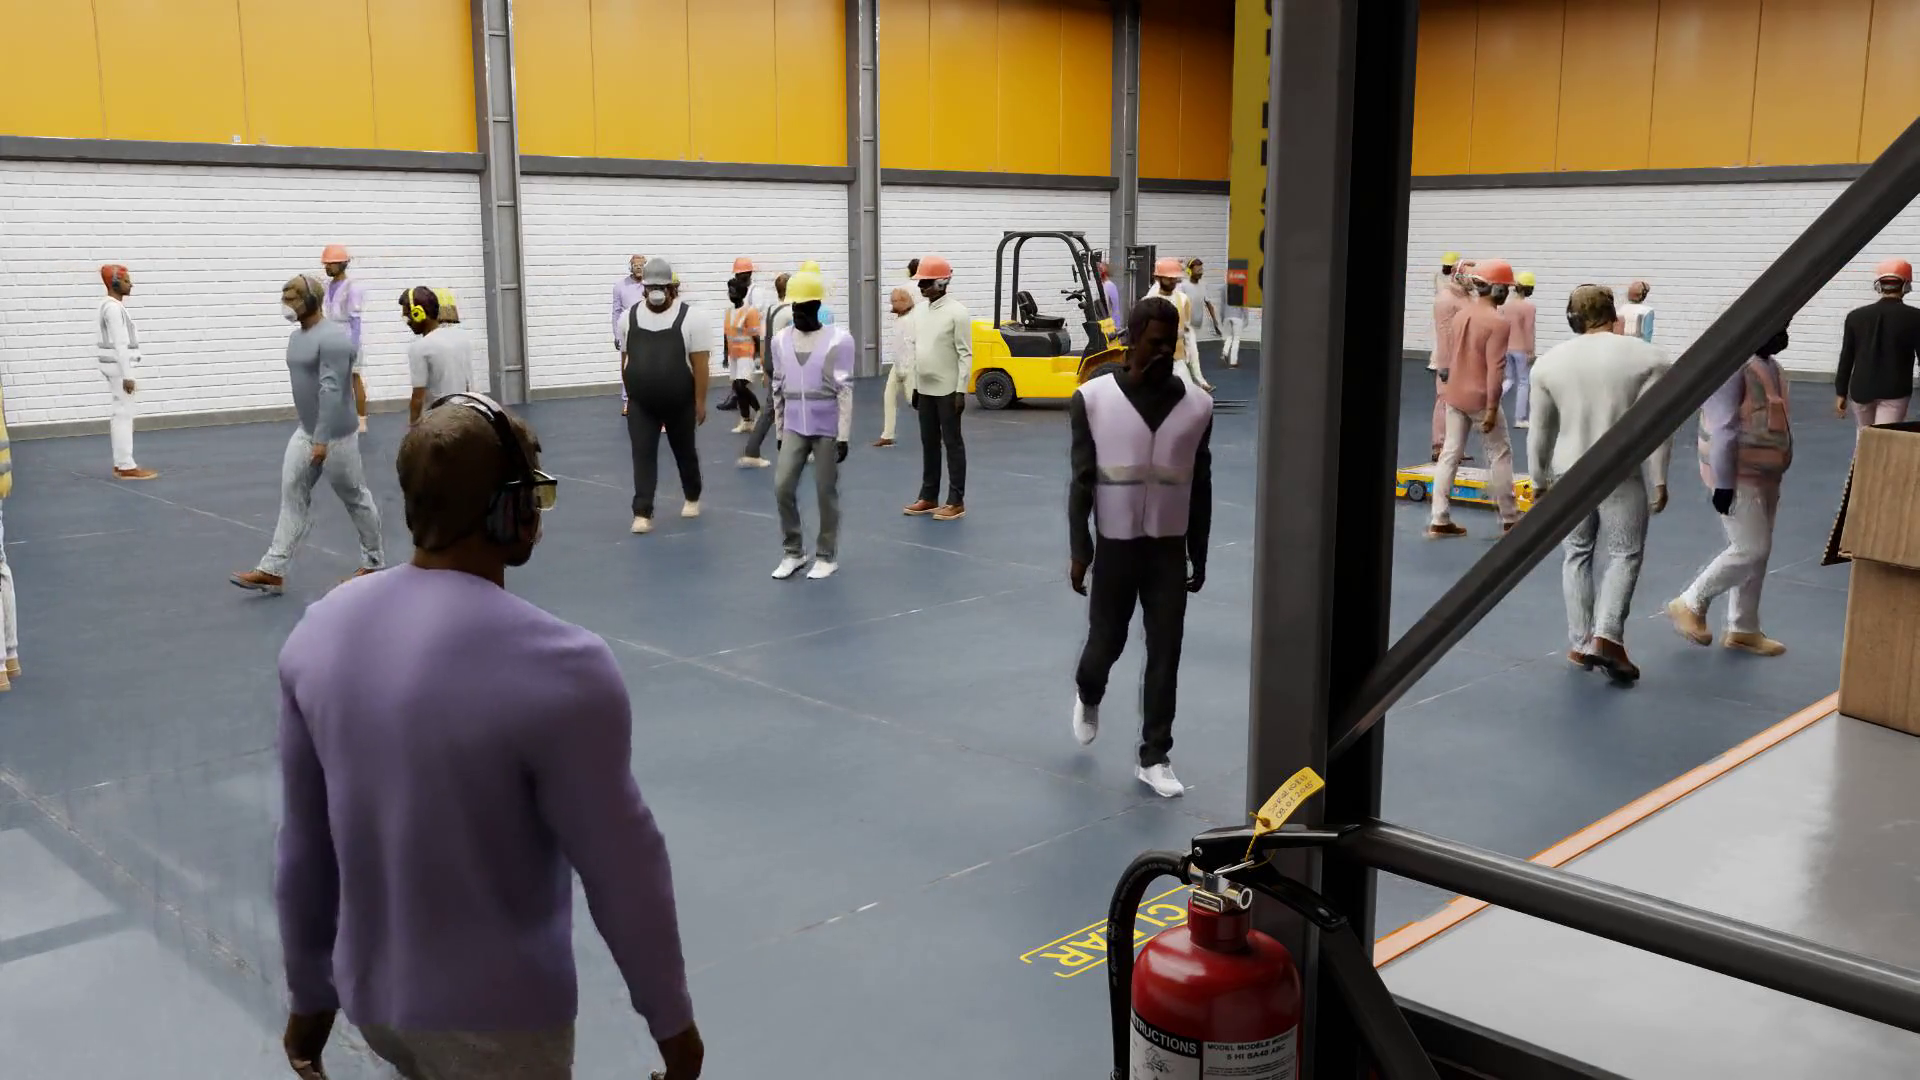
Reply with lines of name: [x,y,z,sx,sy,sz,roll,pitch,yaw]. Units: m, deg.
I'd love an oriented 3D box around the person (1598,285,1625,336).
person: [6.509,-1.762,16.879,0.413,1.632,0.515,-6,12,-31]

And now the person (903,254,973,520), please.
person: [-0.167,-1.145,12.523,0.392,1.991,0.612,-9,14,-41]

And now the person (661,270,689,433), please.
person: [-3.129,-2.042,18.030,0.309,1.769,0.523,6,12,28]

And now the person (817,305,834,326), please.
person: [-1.520,-1.892,17.445,0.354,1.684,0.544,8,13,38]

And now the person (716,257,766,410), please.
person: [-2.503,-2.539,20.464,1.044,1.878,0.546,-8,13,-37]

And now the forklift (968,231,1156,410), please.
forklift: [1.222,-2.721,20.561,2.313,2.155,1.214,2,11,13]

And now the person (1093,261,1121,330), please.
person: [1.971,-2.755,21.811,0.828,1.808,0.563,1,10,8]

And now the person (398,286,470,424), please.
person: [-3.142,-0.618,10.098,0.514,1.829,0.596,3,11,15]

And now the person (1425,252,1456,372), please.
person: [7.601,-3.546,25.939,0.930,1.873,0.609,-9,14,-41]

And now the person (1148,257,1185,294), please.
person: [2.350,-2.243,18.788,0.473,1.889,0.665,-4,11,-21]

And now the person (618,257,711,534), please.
person: [-2.169,-1.121,12.259,0.685,2.000,1.044,0,10,2]

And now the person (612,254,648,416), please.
person: [-3.800,-2.429,19.746,0.643,1.913,0.410,-2,11,-11]

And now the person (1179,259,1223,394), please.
person: [3.163,-2.828,22.201,0.541,1.811,1.007,-7,13,-35]

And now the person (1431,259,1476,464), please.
person: [4.687,-1.677,15.657,0.406,1.904,0.654,8,13,37]

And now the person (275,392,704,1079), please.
person: [-0.712,0.705,2.705,0.661,1.885,1.008,6,12,31]

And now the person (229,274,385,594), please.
person: [-3.864,-0.606,9.827,0.653,1.891,0.973,9,14,41]

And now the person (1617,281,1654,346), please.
person: [7.555,-2.082,18.635,0.365,1.625,0.518,-6,12,-30]

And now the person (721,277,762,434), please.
person: [-2.333,-1.958,17.781,0.357,1.686,0.534,-9,14,-39]

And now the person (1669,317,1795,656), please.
person: [3.975,-0.310,8.417,0.639,1.823,0.437,-10,14,-42]

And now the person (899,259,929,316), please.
person: [-0.483,-2.592,20.838,0.537,1.832,0.837,3,11,15]

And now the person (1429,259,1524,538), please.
person: [3.732,-0.984,11.718,0.922,1.952,0.635,-4,11,-22]

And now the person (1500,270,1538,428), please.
person: [6.126,-2.094,18.350,0.513,1.752,0.544,-5,11,-24]

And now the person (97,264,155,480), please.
person: [-7.334,-1.464,14.551,0.342,1.882,0.582,-6,12,-30]

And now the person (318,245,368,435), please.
person: [-6.615,-2.095,17.598,0.636,2.024,0.686,7,13,35]

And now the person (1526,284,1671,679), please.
person: [3.072,-0.284,8.100,0.690,1.895,0.674,6,12,31]

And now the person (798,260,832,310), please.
person: [-1.813,-2.461,20.123,0.590,1.837,0.404,9,14,42]

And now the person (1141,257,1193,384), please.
person: [2.002,-1.746,15.985,0.586,1.919,0.549,-4,11,-20]

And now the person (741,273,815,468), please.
person: [-1.616,-1.558,15.348,1.003,1.794,0.505,-6,12,-28]

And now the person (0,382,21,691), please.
person: [-4.671,-0.198,7.766,0.429,1.842,0.629,-3,11,-16]

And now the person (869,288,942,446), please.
person: [-0.509,-1.741,16.828,0.768,1.608,0.501,-4,11,-23]

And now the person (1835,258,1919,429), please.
person: [6.925,-1.096,12.357,0.921,1.959,0.620,-8,13,-36]

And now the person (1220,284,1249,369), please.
person: [4.416,-3.552,26.663,0.347,1.617,0.519,-10,14,-43]

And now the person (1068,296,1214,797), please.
person: [0.690,0.002,6.497,0.608,1.903,0.689,-2,11,-13]

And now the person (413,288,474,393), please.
person: [-4.058,-1.101,12.998,0.495,1.725,0.525,3,11,18]

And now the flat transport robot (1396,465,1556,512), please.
flat transport robot: [4.113,-0.433,13.337,0.652,0.197,1.431,-10,14,-44]

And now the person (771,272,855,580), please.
person: [-0.933,-0.680,10.232,0.587,1.908,0.578,4,11,19]
